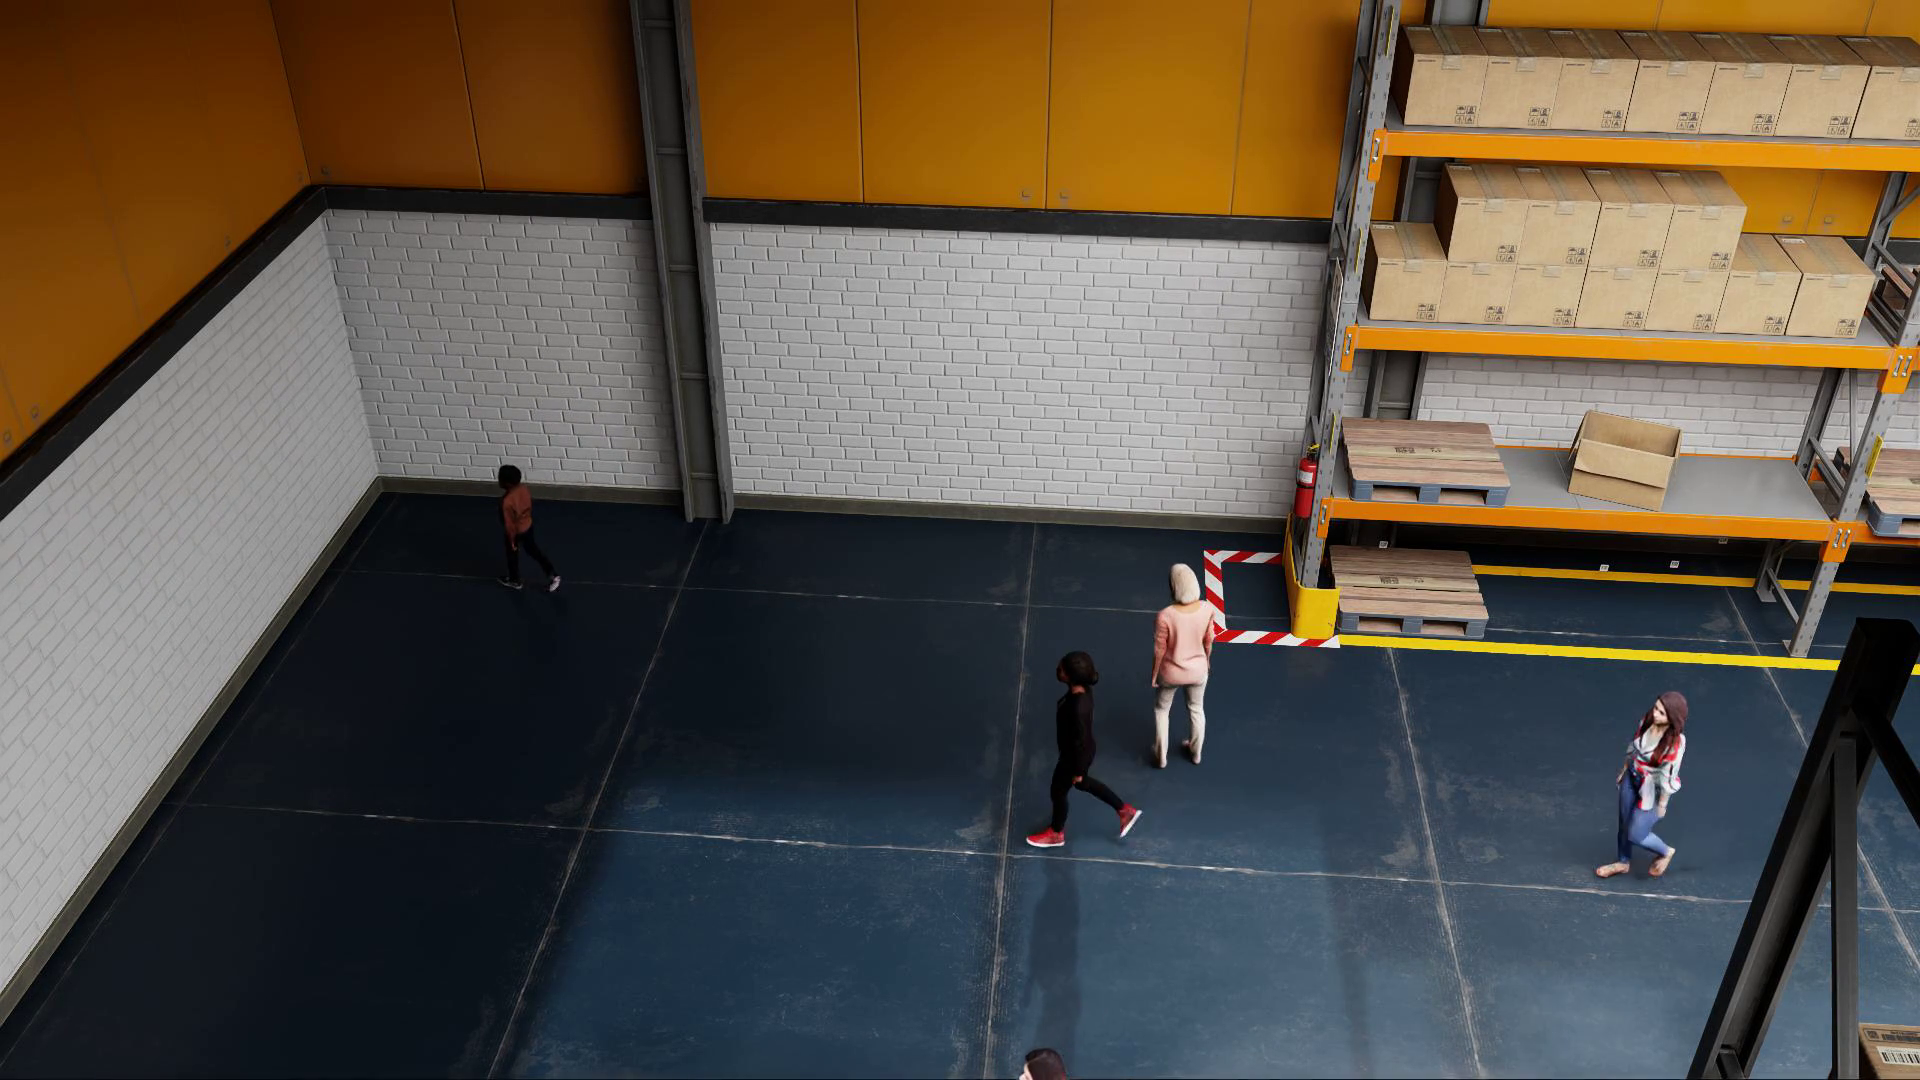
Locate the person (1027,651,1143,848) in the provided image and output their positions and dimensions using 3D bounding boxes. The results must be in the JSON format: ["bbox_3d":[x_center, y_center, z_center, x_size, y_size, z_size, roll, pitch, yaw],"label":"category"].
[{"bbox_3d":[0.869,1.452,11.319,0.999,1.650,0.579,3,34,4],"label":"person"}]

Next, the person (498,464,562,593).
[{"bbox_3d":[-3.661,-0.086,14.005,0.913,1.238,0.720,15,37,22],"label":"person"}]

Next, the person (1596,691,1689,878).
[{"bbox_3d":[4.646,1.638,11.082,0.797,1.603,0.710,-7,34,-10],"label":"person"}]

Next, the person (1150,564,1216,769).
[{"bbox_3d":[1.586,0.943,12.025,0.587,1.716,0.750,-4,34,-6],"label":"person"}]
